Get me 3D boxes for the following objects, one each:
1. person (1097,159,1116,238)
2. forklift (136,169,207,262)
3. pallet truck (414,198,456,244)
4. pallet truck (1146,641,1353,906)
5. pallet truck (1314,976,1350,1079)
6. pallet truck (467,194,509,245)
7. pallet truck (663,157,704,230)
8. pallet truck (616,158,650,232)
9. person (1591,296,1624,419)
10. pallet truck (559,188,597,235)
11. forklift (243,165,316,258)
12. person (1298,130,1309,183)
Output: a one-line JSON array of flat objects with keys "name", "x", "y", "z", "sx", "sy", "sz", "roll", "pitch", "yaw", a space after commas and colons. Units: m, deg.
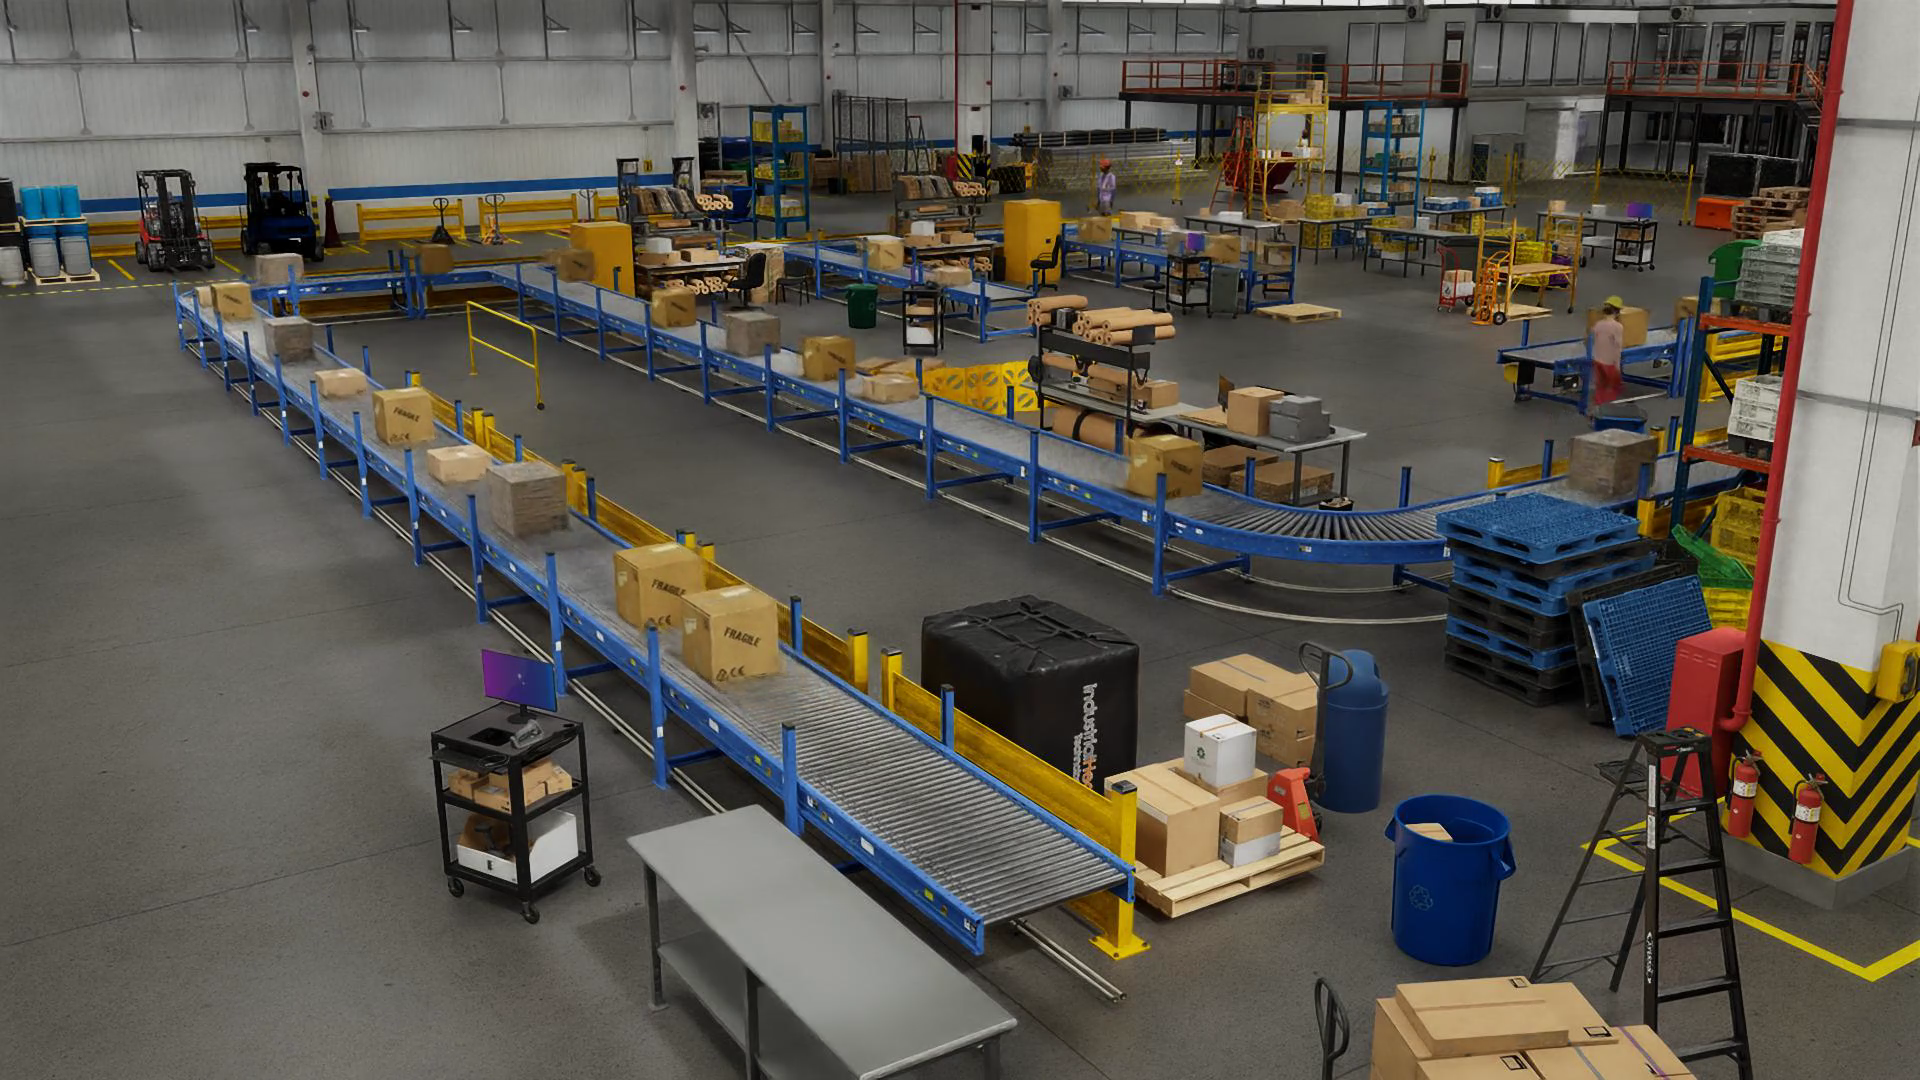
[{"name": "person", "x": 3.743, "y": -8.784, "z": 42.870, "sx": 0.393, "sy": 2.044, "sz": 0.609, "roll": -11, "pitch": 20, "yaw": -32}, {"name": "forklift", "x": -17.842, "y": -7.318, "z": 37.559, "sx": 1.157, "sy": 1.987, "sz": 2.680, "roll": -10, "pitch": 20, "yaw": -31}, {"name": "pallet truck", "x": -13.250, "y": -8.060, "z": 41.856, "sx": 0.680, "sy": 1.201, "sz": 1.601, "roll": -10, "pitch": 20, "yaw": -31}, {"name": "pallet truck", "x": 1.664, "y": 1.407, "z": 10.232, "sx": 1.630, "sy": 1.274, "sz": 0.653, "roll": -10, "pitch": 20, "yaw": -31}, {"name": "pallet truck", "x": 2.299, "y": 2.390, "z": 7.086, "sx": 1.601, "sy": 1.201, "sz": 0.680, "roll": -2, "pitch": 17, "yaw": -7}, {"name": "pallet truck", "x": -11.983, "y": -8.177, "z": 42.137, "sx": 0.704, "sy": 1.261, "sz": 1.522, "roll": -11, "pitch": 20, "yaw": -33}, {"name": "pallet truck", "x": -7.586, "y": -9.308, "z": 44.692, "sx": 0.823, "sy": 1.965, "sz": 1.885, "roll": -11, "pitch": 20, "yaw": -33}, {"name": "pallet truck", "x": -8.918, "y": -9.176, "z": 44.255, "sx": 0.823, "sy": 1.965, "sz": 1.885, "roll": -9, "pitch": 19, "yaw": -27}, {"name": "person", "x": 8.536, "y": -2.331, "z": 21.897, "sx": 0.375, "sy": 1.739, "sz": 0.549, "roll": -5, "pitch": 17, "yaw": -15}, {"name": "pallet truck", "x": -10.010, "y": -8.652, "z": 43.699, "sx": 0.653, "sy": 1.274, "sz": 1.630, "roll": -10, "pitch": 20, "yaw": -31}, {"name": "forklift", "x": -15.898, "y": -7.669, "z": 38.708, "sx": 1.157, "sy": 1.987, "sz": 2.680, "roll": -11, "pitch": 20, "yaw": -33}, {"name": "person", "x": 12.374, "y": -13.827, "z": 59.946, "sx": 0.587, "sy": 1.877, "sz": 0.359, "roll": -15, "pitch": 22, "yaw": -40}]
